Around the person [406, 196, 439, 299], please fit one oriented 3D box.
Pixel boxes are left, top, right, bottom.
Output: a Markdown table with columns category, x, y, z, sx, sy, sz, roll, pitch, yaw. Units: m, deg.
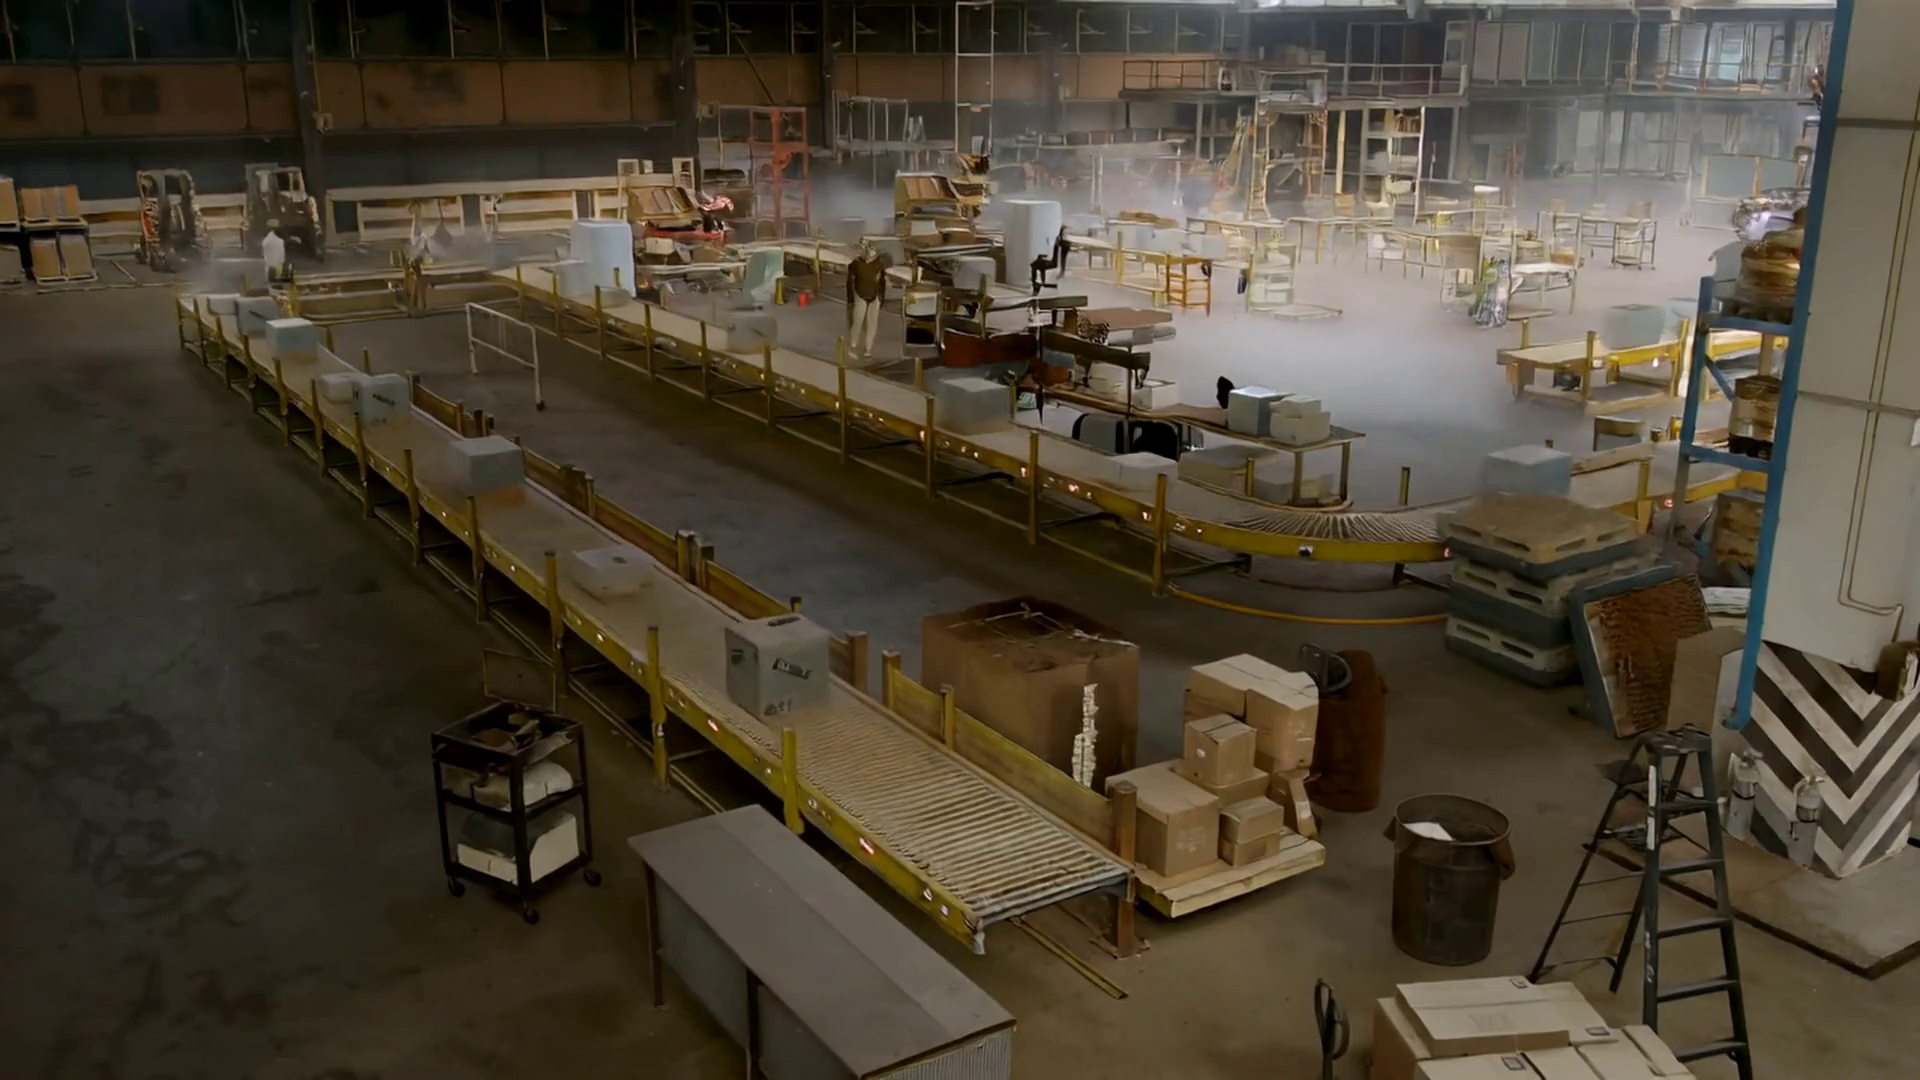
| category | x | y | z | sx | sy | sz | roll | pitch | yaw |
| --- | --- | --- | --- | --- | --- | --- | --- | --- | --- |
| person | -10.645 | -5.779 | 32.899 | 0.501 | 2.028 | 0.612 | -13 | 21 | -37 |

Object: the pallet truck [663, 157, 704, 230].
| category | x | y | z | sx | sy | sz | roll | pitch | yaw |
| --- | --- | --- | --- | --- | --- | --- | --- | --- | --- |
| pallet truck | -7.586 | -9.308 | 44.692 | 0.823 | 1.965 | 1.885 | -11 | 20 | -33 |

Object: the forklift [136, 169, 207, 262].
| category | x | y | z | sx | sy | sz | roll | pitch | yaw |
| --- | --- | --- | --- | --- | --- | --- | --- | --- | --- |
| forklift | -17.842 | -7.318 | 37.559 | 1.157 | 1.987 | 2.680 | -10 | 20 | -31 |

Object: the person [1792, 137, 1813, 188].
| category | x | y | z | sx | sy | sz | roll | pitch | yaw |
| --- | --- | --- | --- | --- | --- | --- | --- | --- | --- |
| person | 27.945 | -12.425 | 55.262 | 0.574 | 1.883 | 0.355 | 16 | 23 | 42 |

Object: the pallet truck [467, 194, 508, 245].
| category | x | y | z | sx | sy | sz | roll | pitch | yaw |
| --- | --- | --- | --- | --- | --- | --- | --- | --- | --- |
| pallet truck | -11.983 | -8.177 | 42.137 | 0.704 | 1.261 | 1.522 | -11 | 20 | -33 |

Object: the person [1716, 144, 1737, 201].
| category | x | y | z | sx | sy | sz | roll | pitch | yaw |
| --- | --- | --- | --- | --- | --- | --- | --- | --- | --- |
| person | 23.863 | -11.364 | 51.720 | 0.594 | 1.893 | 0.828 | -3 | 17 | -9 |

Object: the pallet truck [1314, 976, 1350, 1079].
| category | x | y | z | sx | sy | sz | roll | pitch | yaw |
| --- | --- | --- | --- | --- | --- | --- | --- | --- | --- |
| pallet truck | 2.299 | 2.390 | 7.086 | 1.601 | 1.201 | 0.680 | -2 | 17 | -7 |

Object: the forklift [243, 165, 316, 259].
| category | x | y | z | sx | sy | sz | roll | pitch | yaw |
| --- | --- | --- | --- | --- | --- | --- | --- | --- | --- |
| forklift | -15.898 | -7.669 | 38.708 | 1.157 | 1.987 | 2.680 | -11 | 20 | -33 |

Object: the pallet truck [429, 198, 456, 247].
| category | x | y | z | sx | sy | sz | roll | pitch | yaw |
| --- | --- | --- | --- | --- | --- | --- | --- | --- | --- |
| pallet truck | -13.250 | -8.060 | 41.856 | 0.680 | 1.201 | 1.601 | -10 | 20 | -31 |

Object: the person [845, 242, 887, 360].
| category | x | y | z | sx | sy | sz | roll | pitch | yaw |
| --- | --- | --- | --- | --- | --- | --- | --- | --- | --- |
| person | -1.506 | -3.827 | 26.675 | 0.677 | 1.869 | 0.422 | -4 | 17 | -14 |

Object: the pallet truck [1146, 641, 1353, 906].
| category | x | y | z | sx | sy | sz | roll | pitch | yaw |
| --- | --- | --- | --- | --- | --- | --- | --- | --- | --- |
| pallet truck | 1.664 | 1.407 | 10.232 | 1.630 | 1.274 | 0.653 | -10 | 20 | -31 |

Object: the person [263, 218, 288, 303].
| category | x | y | z | sx | sy | sz | roll | pitch | yaw |
| --- | --- | --- | --- | --- | --- | --- | --- | --- | --- |
| person | -12.937 | -5.188 | 31.414 | 0.526 | 1.752 | 0.515 | 8 | 18 | 24 |

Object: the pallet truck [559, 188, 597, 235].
| category | x | y | z | sx | sy | sz | roll | pitch | yaw |
| --- | --- | --- | --- | --- | --- | --- | --- | --- | --- |
| pallet truck | -10.010 | -8.652 | 43.699 | 0.653 | 1.274 | 1.630 | -10 | 20 | -31 |

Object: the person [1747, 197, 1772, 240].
| category | x | y | z | sx | sy | sz | roll | pitch | yaw |
| --- | --- | --- | --- | --- | --- | --- | --- | --- | --- |
| person | 16.455 | -6.128 | 34.325 | 1.009 | 1.892 | 0.539 | -9 | 19 | -29 |

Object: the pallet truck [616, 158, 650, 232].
| category | x | y | z | sx | sy | sz | roll | pitch | yaw |
| --- | --- | --- | --- | --- | --- | --- | --- | --- | --- |
| pallet truck | -8.918 | -9.176 | 44.255 | 0.823 | 1.965 | 1.885 | -9 | 19 | -27 |
